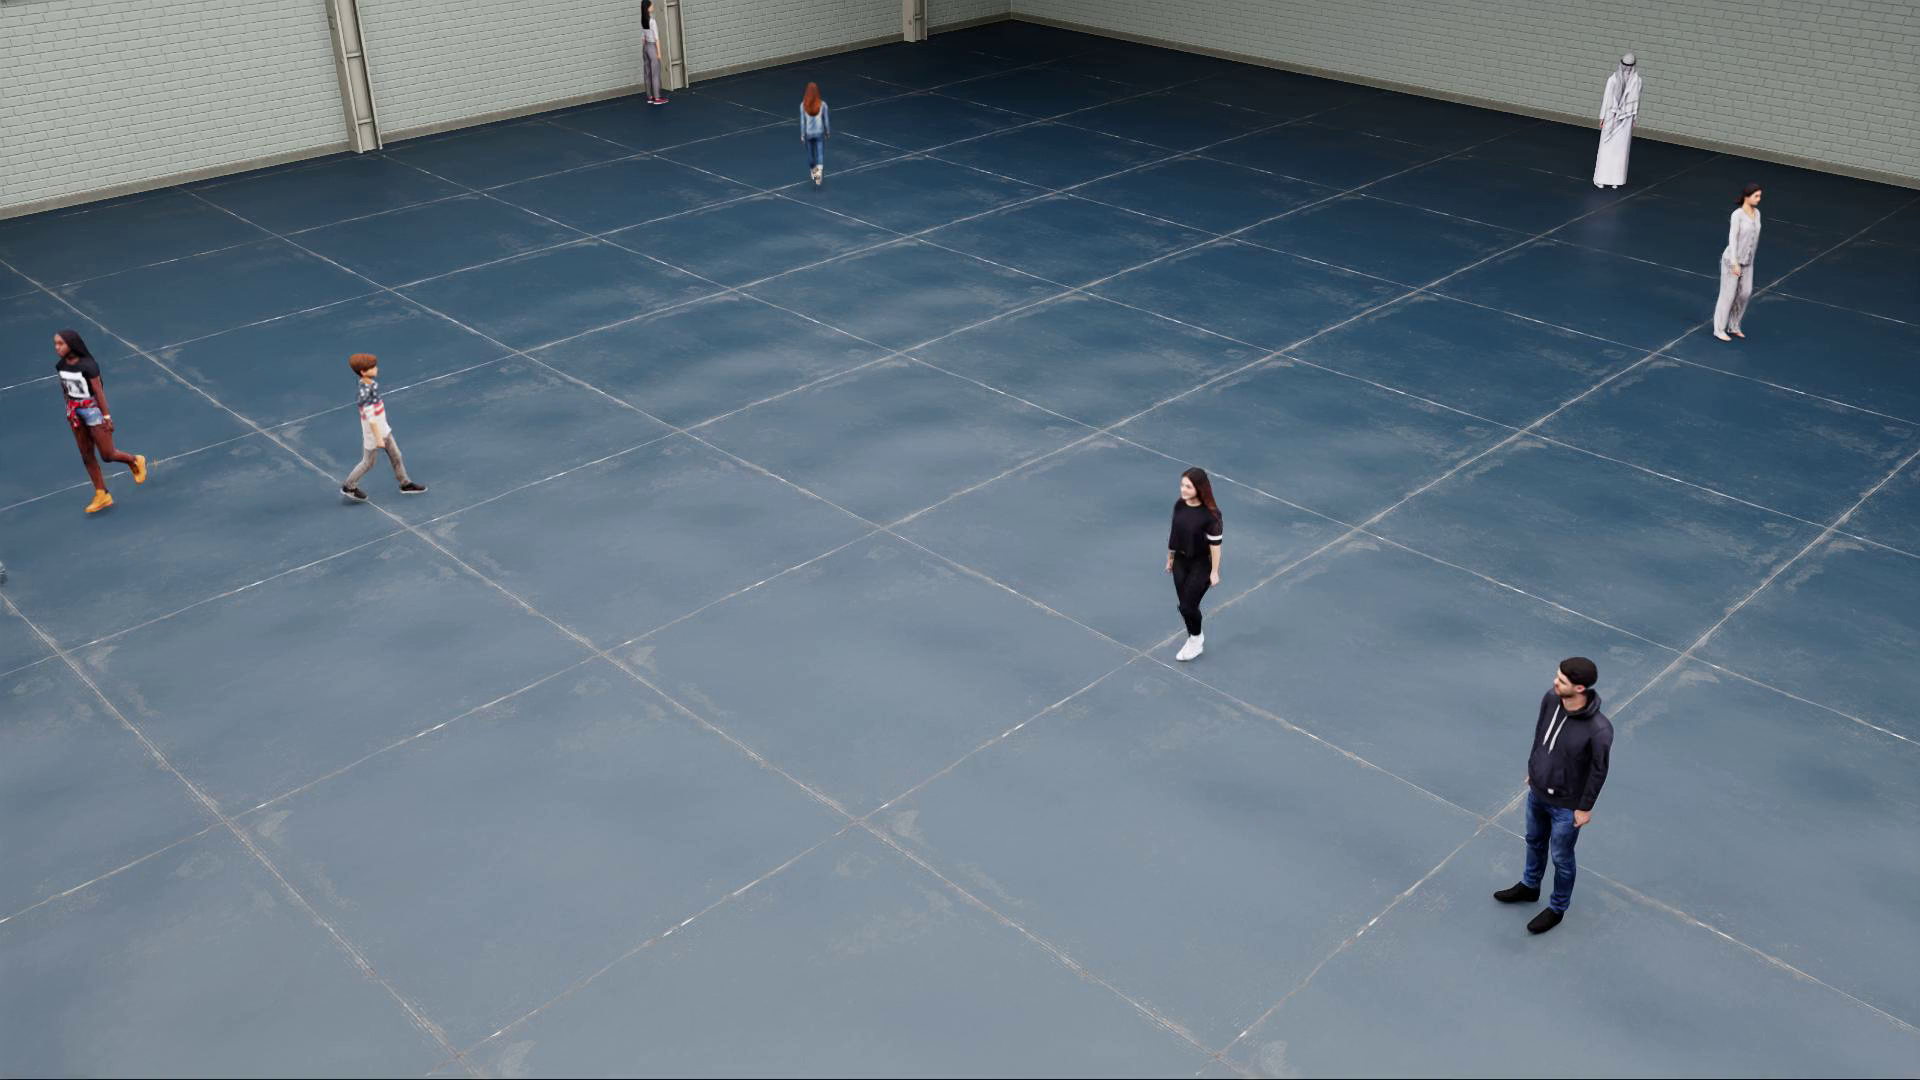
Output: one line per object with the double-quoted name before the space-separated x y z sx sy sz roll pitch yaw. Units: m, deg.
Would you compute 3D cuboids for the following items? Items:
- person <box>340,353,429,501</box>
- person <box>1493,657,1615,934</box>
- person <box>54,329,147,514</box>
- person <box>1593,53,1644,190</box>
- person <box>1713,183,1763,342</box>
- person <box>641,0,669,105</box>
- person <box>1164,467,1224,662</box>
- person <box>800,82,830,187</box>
"person" -5.376 -0.994 15.070 1.034 1.408 0.879 -5 28 -9
"person" 3.582 1.489 9.896 0.717 1.890 0.751 -11 30 -20
"person" -7.755 -1.103 14.956 0.853 1.707 1.009 8 29 15
"person" 9.520 -6.061 24.033 0.793 1.927 0.810 8 29 14
"person" 8.708 -3.146 18.727 0.680 1.768 0.772 -11 30 -20
"person" -5.329 -8.416 28.659 0.514 1.734 0.592 -24 36 -37
"person" 1.830 0.171 12.653 0.576 1.624 0.621 -23 36 -36
"person" -2.117 -5.901 24.230 0.938 1.458 0.959 -3 28 -5
